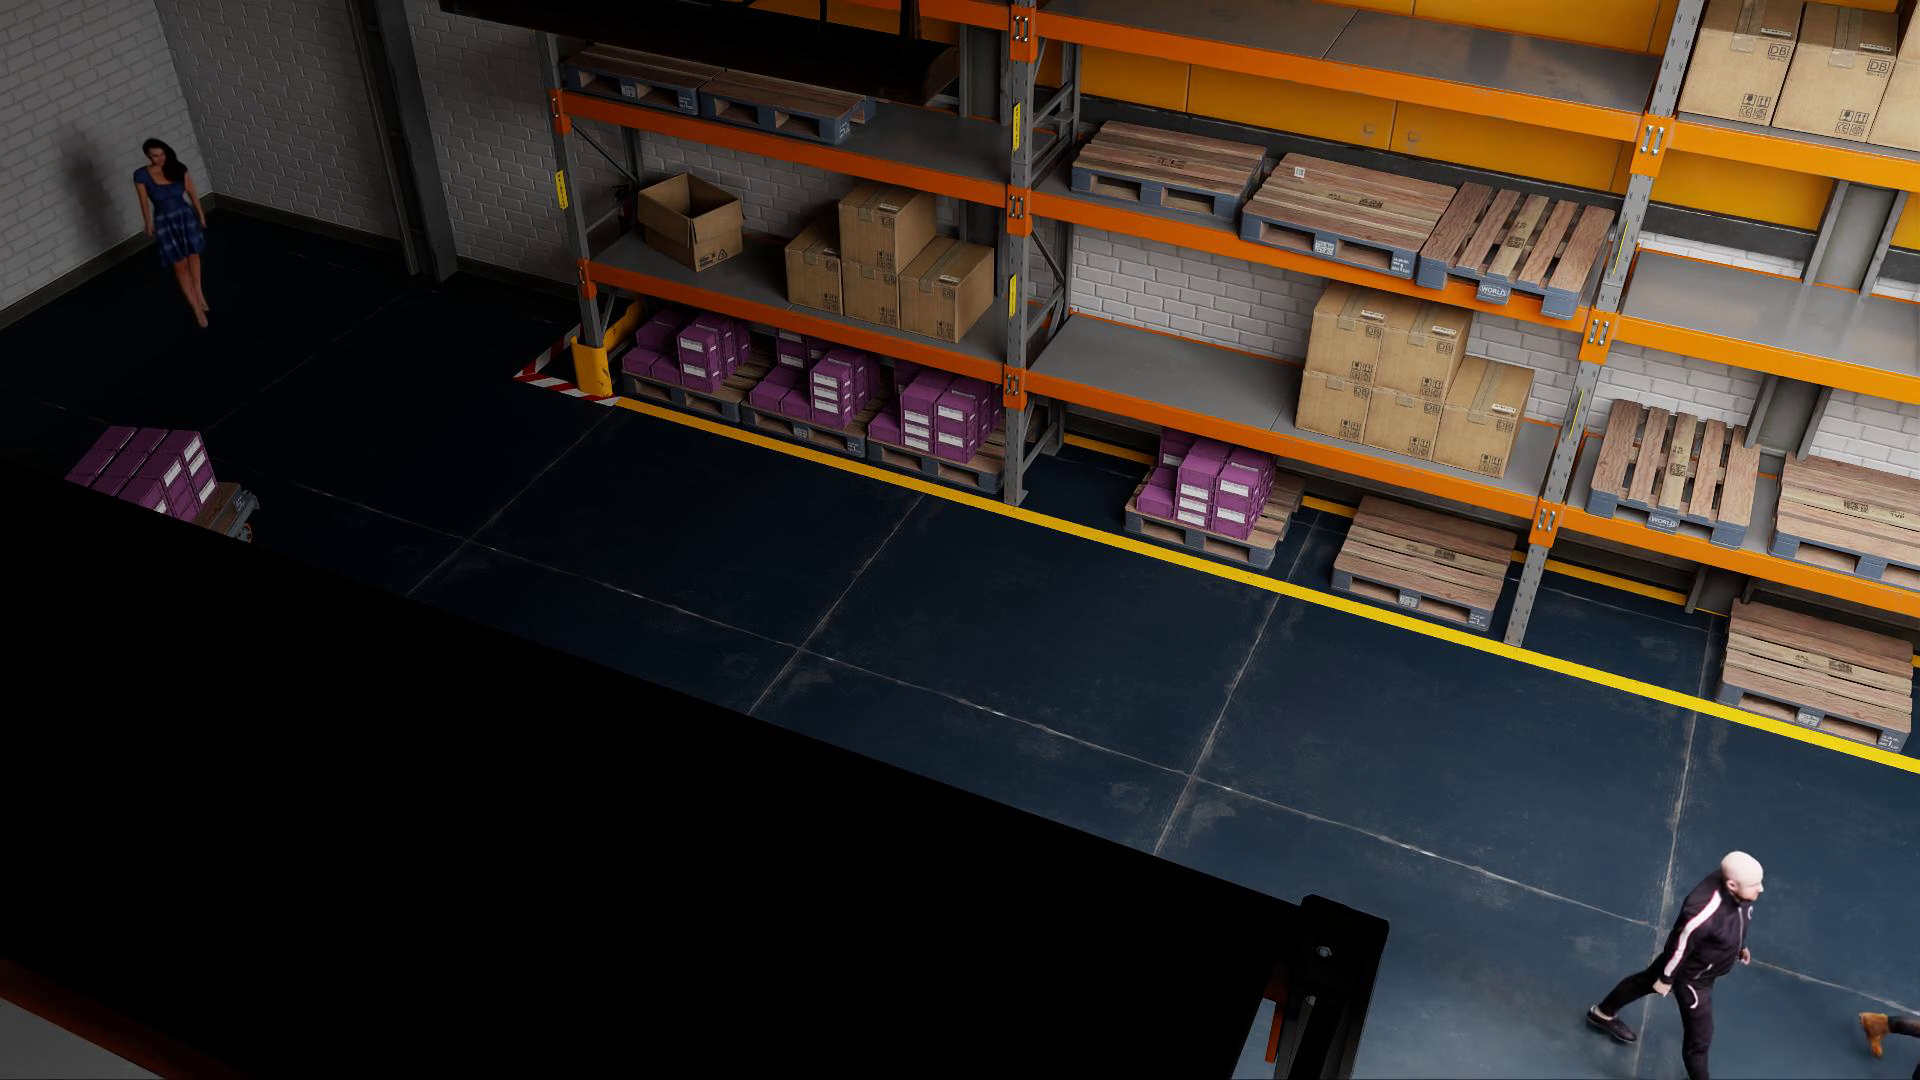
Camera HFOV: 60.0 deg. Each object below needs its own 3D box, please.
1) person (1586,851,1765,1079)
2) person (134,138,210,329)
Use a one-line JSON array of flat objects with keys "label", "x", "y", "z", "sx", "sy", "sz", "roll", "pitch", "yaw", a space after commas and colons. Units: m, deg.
[{"label": "person", "x": 3.815, "y": 2.234, "z": 8.903, "sx": 1.276, "sy": 1.777, "sz": 0.920, "roll": 29, "pitch": 47, "yaw": 31}, {"label": "person", "x": -7.229, "y": -2.875, "z": 15.295, "sx": 0.847, "sy": 1.784, "sz": 0.952, "roll": -28, "pitch": 46, "yaw": -30}]
